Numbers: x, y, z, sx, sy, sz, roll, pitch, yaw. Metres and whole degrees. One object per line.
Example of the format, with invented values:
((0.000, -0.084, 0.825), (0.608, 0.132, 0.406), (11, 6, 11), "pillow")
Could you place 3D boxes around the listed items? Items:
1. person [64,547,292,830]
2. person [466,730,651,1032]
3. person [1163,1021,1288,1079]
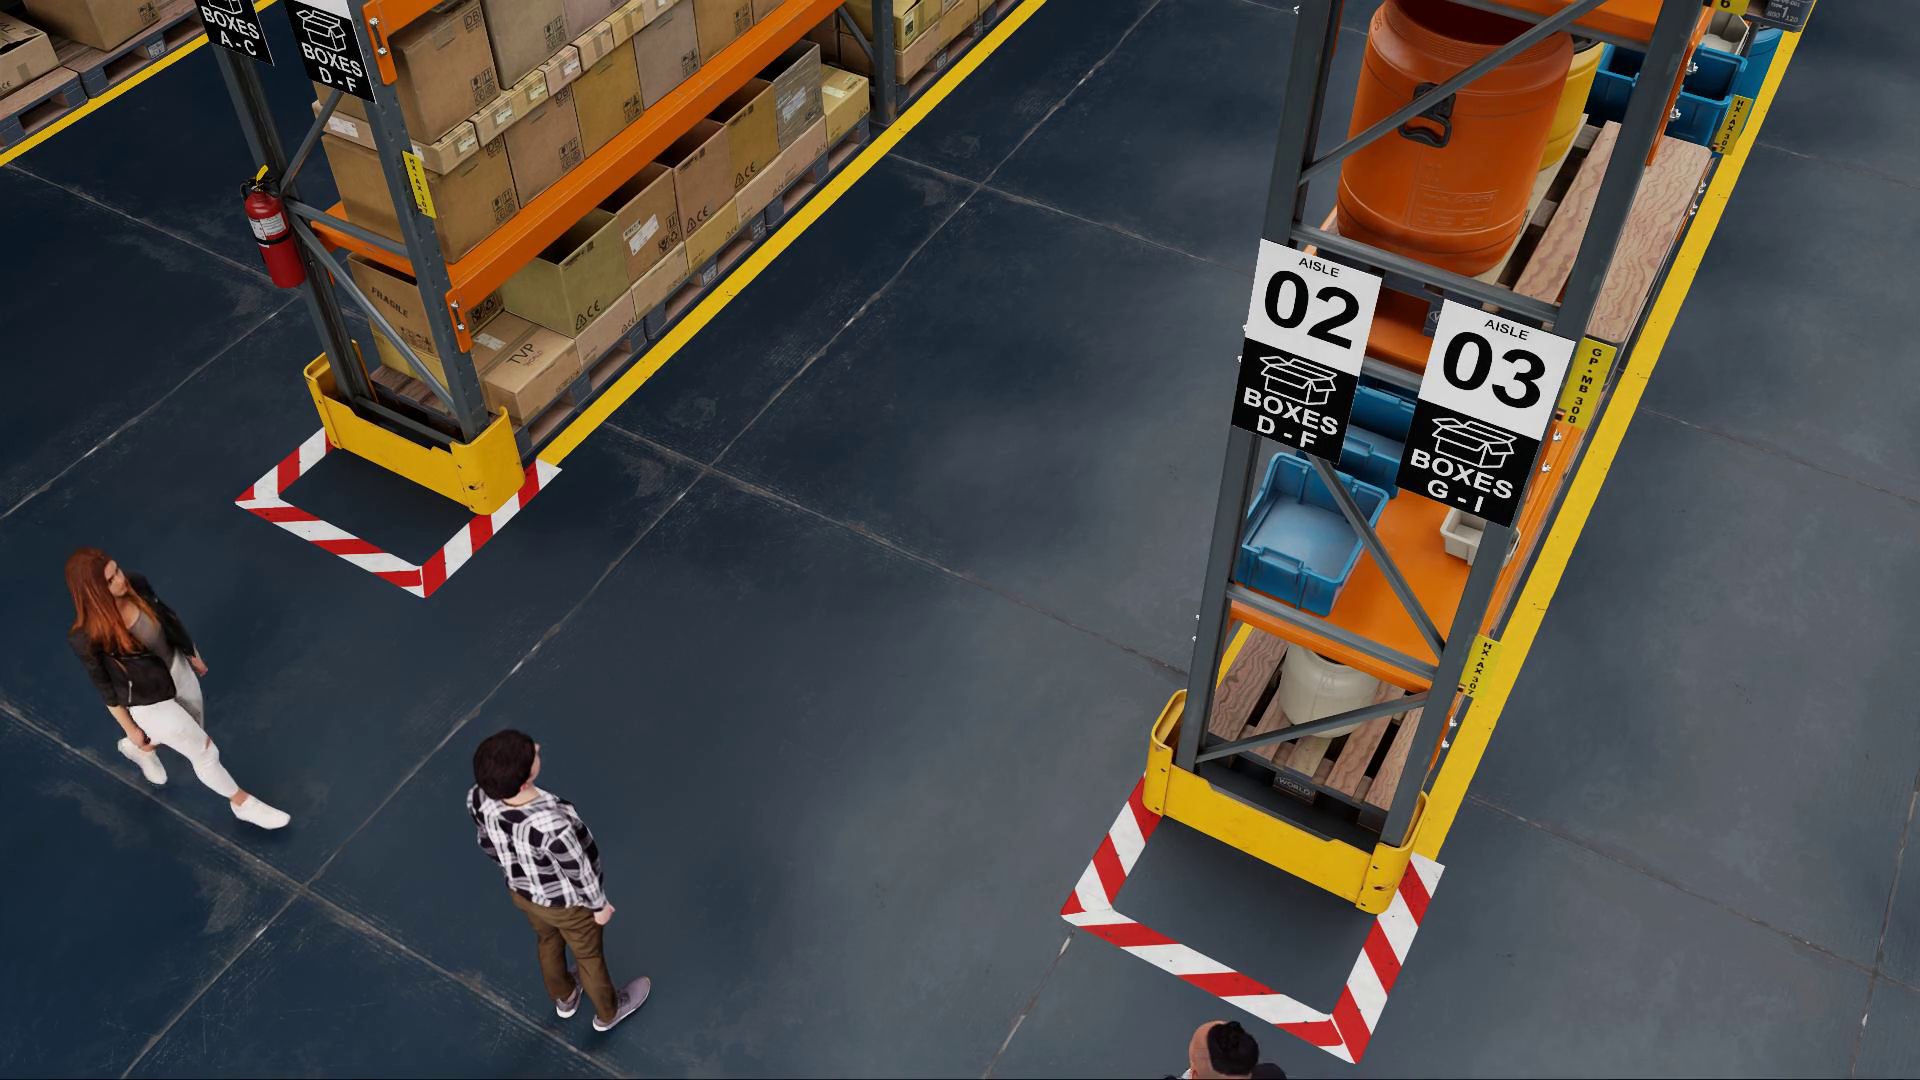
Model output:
((-3.403, 0.614, 6.924), (0.861, 1.678, 1.055), (10, 48, 9), "person")
((-1.521, 1.291, 6.209), (0.631, 1.808, 0.529), (21, 51, 18), "person")
((0.789, 2.133, 5.365), (1.264, 1.906, 1.322), (-11, 48, -10), "person")
